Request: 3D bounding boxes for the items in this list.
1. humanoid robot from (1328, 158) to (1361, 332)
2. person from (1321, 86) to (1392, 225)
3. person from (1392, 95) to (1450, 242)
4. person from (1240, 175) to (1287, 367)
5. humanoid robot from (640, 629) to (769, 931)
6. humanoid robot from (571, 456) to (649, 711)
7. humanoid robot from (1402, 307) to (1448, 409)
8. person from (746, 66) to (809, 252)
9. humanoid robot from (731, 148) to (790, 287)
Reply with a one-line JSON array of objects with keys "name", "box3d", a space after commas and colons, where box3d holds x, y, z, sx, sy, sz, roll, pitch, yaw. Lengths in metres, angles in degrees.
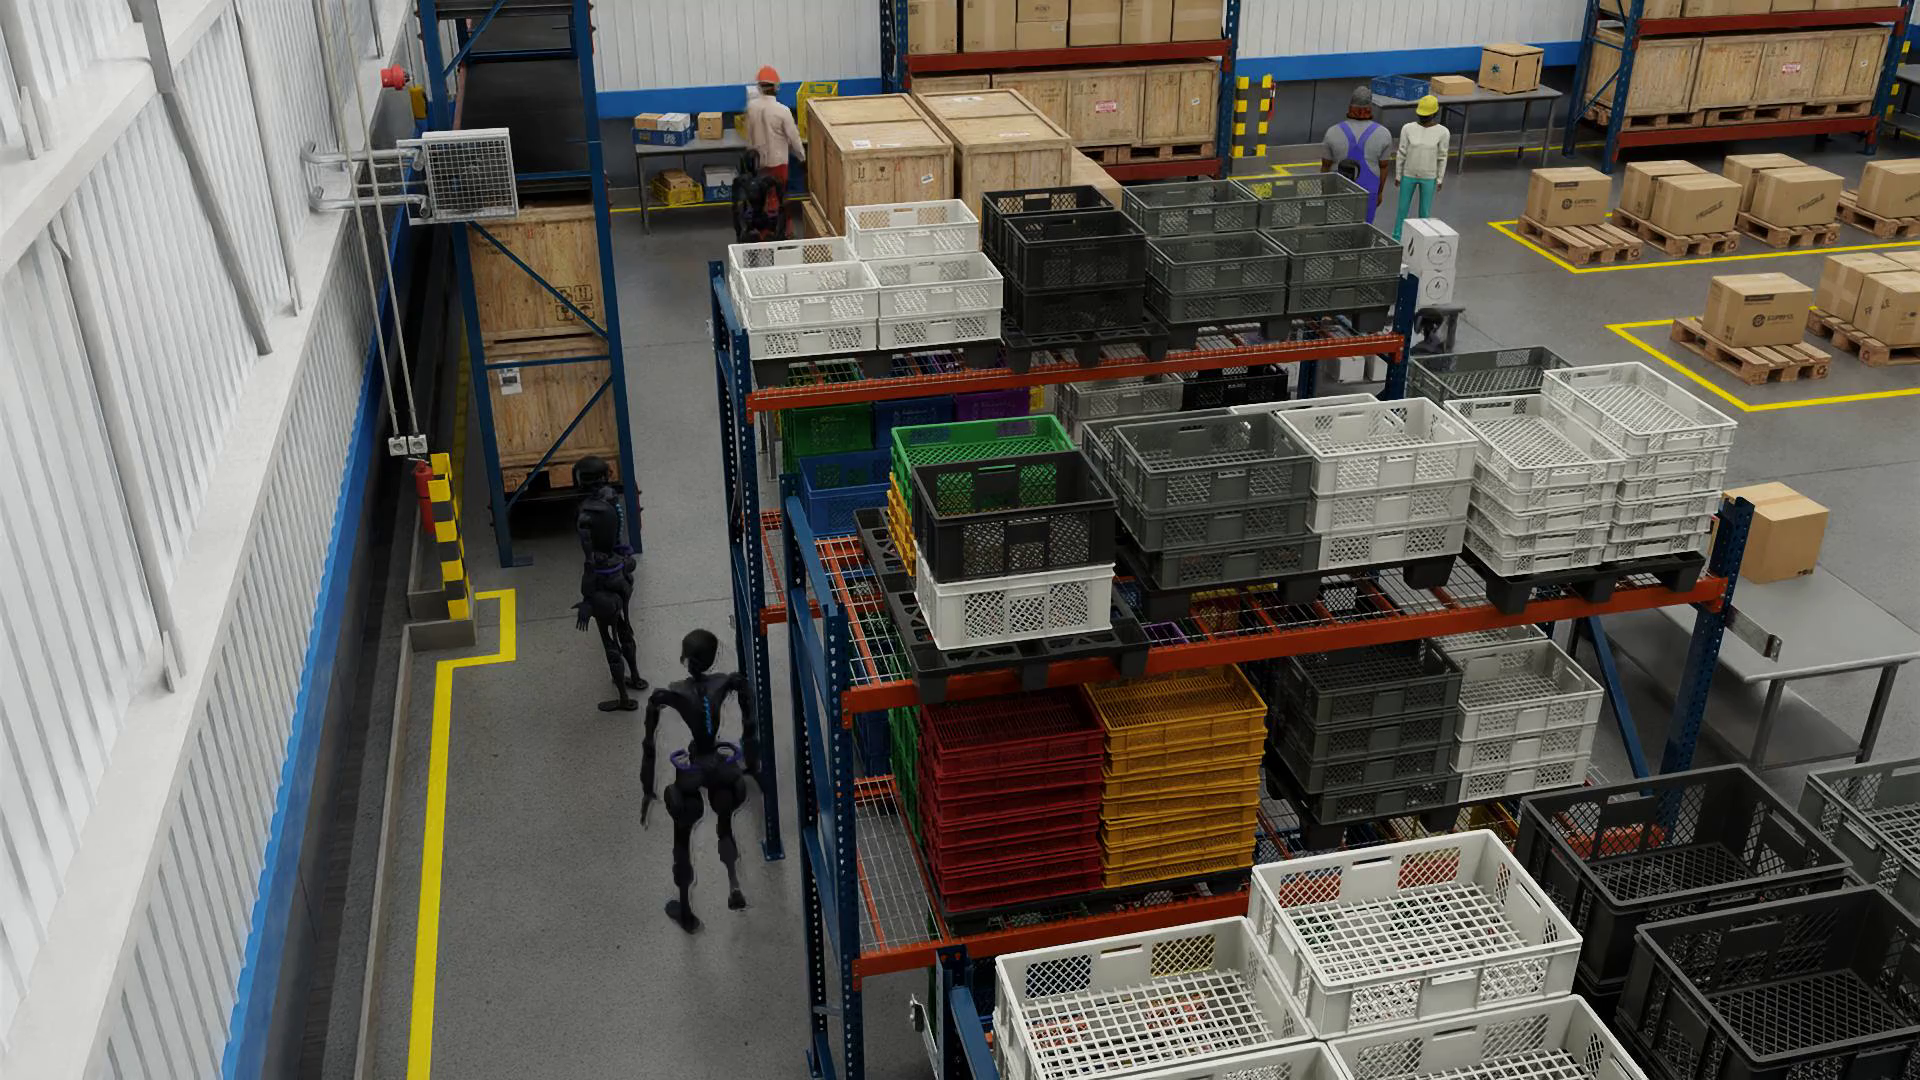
[{"name": "humanoid robot", "box3d": [3.603, -2.831, 15.905, 0.361, 1.648, 0.572, 0, 28, -1]}, {"name": "person", "box3d": [4.024, -3.628, 17.032, 0.680, 2.000, 0.536, 7, 29, 14]}, {"name": "person", "box3d": [4.920, -3.882, 17.813, 0.524, 1.760, 0.335, 10, 29, 19]}, {"name": "person", "box3d": [2.549, -2.241, 14.538, 0.766, 1.899, 0.623, -10, 29, -18]}, {"name": "humanoid robot", "box3d": [-1.275, 1.207, 8.254, 0.687, 1.636, 0.398, -13, 30, -23]}, {"name": "humanoid robot", "box3d": [-2.135, 0.254, 10.039, 0.315, 1.657, 0.609, 4, 28, 8]}, {"name": "humanoid robot", "box3d": [3.436, -0.945, 12.371, 0.786, 1.626, 0.551, 18, 33, 31]}, {"name": "person", "box3d": [-1.979, -4.139, 18.079, 0.663, 1.964, 0.654, 23, 35, 36]}, {"name": "humanoid robot", "box3d": [-1.933, -3.052, 16.384, 0.588, 1.652, 0.734, 2, 28, 4]}]
